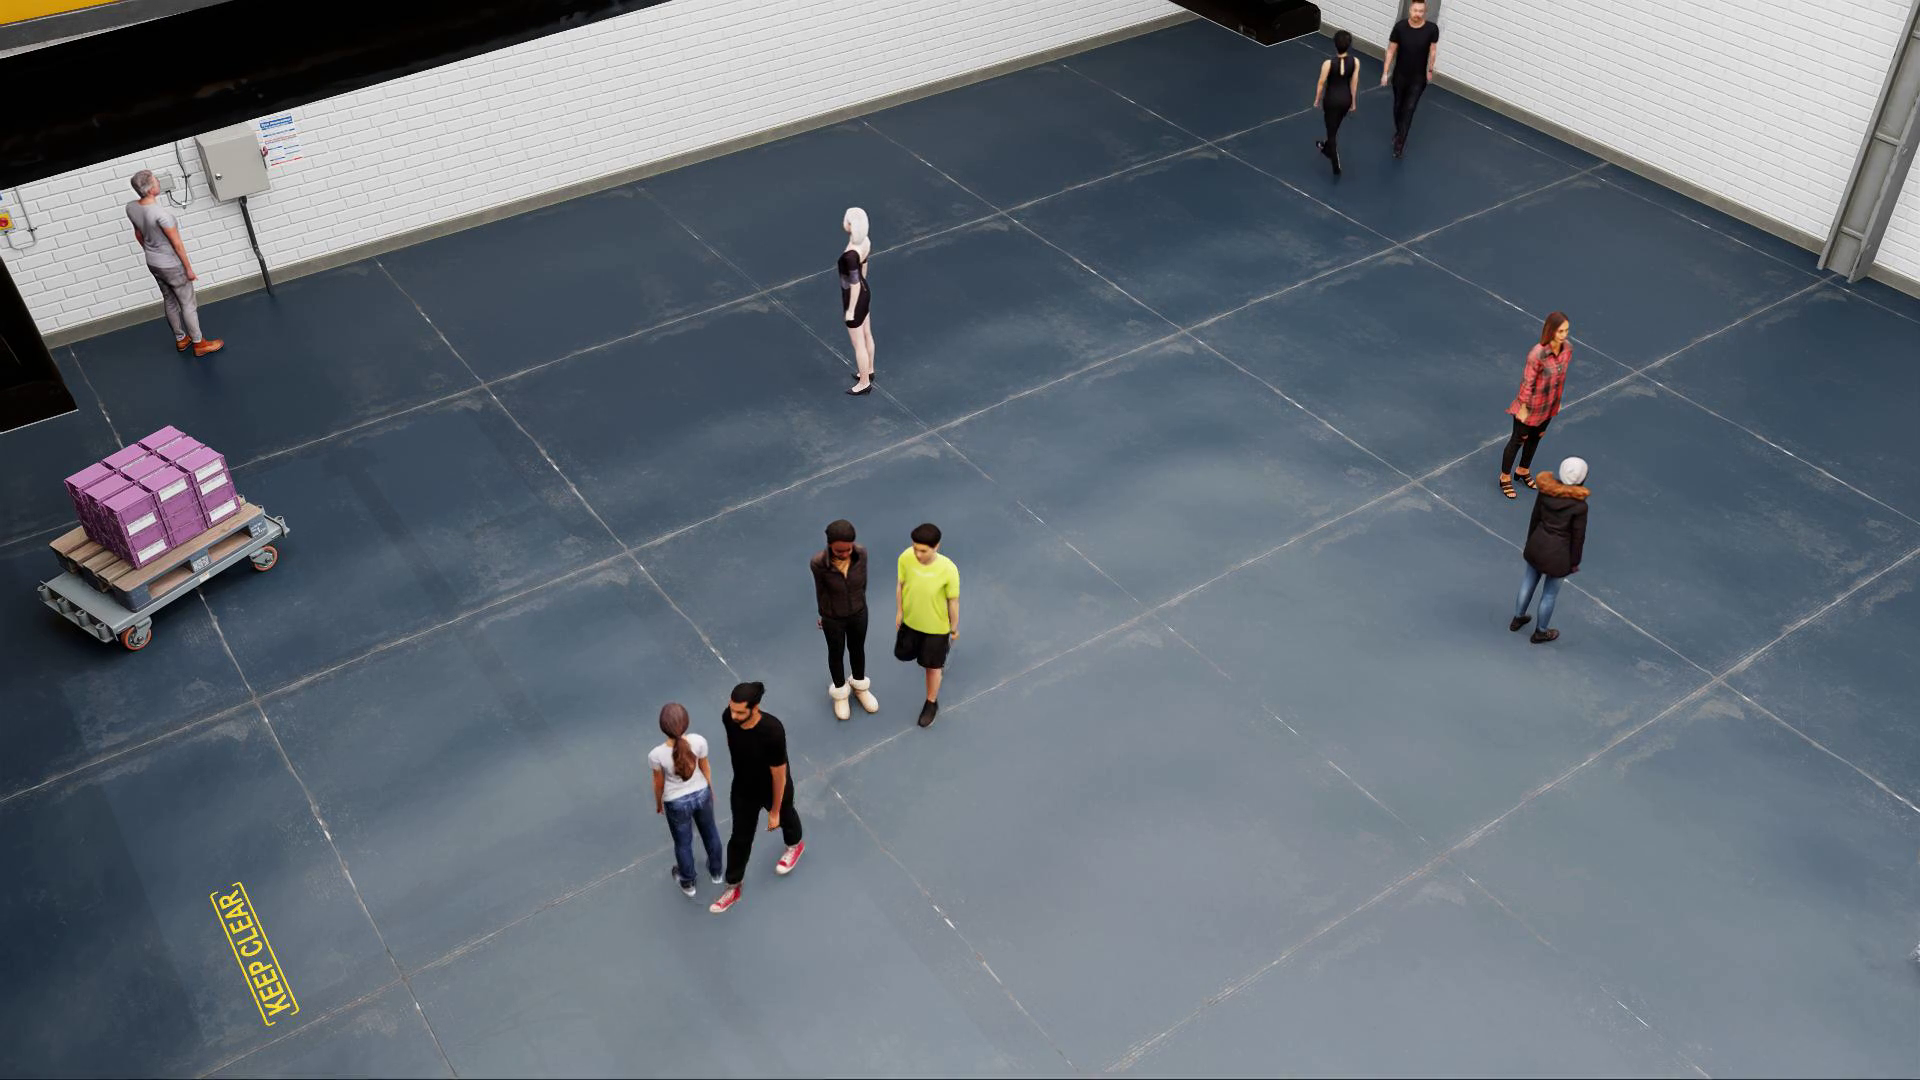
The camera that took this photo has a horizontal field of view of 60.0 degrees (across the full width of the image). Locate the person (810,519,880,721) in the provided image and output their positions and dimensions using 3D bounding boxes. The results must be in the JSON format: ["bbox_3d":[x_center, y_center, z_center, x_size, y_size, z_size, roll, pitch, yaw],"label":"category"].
[{"bbox_3d":[-0.819,0.501,11.672,0.650,1.660,0.603,-23,44,-26],"label":"person"}]

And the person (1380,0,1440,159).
[{"bbox_3d":[5.091,-5.320,18.825,1.130,1.831,1.113,13,40,15],"label":"person"}]

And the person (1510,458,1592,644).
[{"bbox_3d":[4.358,0.064,12.241,0.678,1.634,0.536,-25,45,-27],"label":"person"}]

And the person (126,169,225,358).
[{"bbox_3d":[-7.323,-2.553,15.362,0.669,1.827,0.828,18,42,21],"label":"person"}]

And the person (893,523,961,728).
[{"bbox_3d":[-0.208,0.499,11.649,0.905,1.692,0.897,18,42,21],"label":"person"}]

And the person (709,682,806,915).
[{"bbox_3d":[-1.177,1.488,10.390,1.101,1.718,1.013,17,42,20],"label":"person"}]

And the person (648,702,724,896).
[{"bbox_3d":[-1.705,1.601,10.373,0.571,1.562,0.568,-16,41,-19],"label":"person"}]

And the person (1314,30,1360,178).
[{"bbox_3d":[4.169,-4.758,18.349,0.871,1.545,1.147,-7,39,-8],"label":"person"}]

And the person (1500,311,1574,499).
[{"bbox_3d":[4.748,-1.127,13.676,0.635,1.703,0.578,-19,42,-22],"label":"person"}]

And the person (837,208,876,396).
[{"bbox_3d":[-0.914,-2.131,14.833,0.702,1.830,0.652,8,39,10],"label":"person"}]
